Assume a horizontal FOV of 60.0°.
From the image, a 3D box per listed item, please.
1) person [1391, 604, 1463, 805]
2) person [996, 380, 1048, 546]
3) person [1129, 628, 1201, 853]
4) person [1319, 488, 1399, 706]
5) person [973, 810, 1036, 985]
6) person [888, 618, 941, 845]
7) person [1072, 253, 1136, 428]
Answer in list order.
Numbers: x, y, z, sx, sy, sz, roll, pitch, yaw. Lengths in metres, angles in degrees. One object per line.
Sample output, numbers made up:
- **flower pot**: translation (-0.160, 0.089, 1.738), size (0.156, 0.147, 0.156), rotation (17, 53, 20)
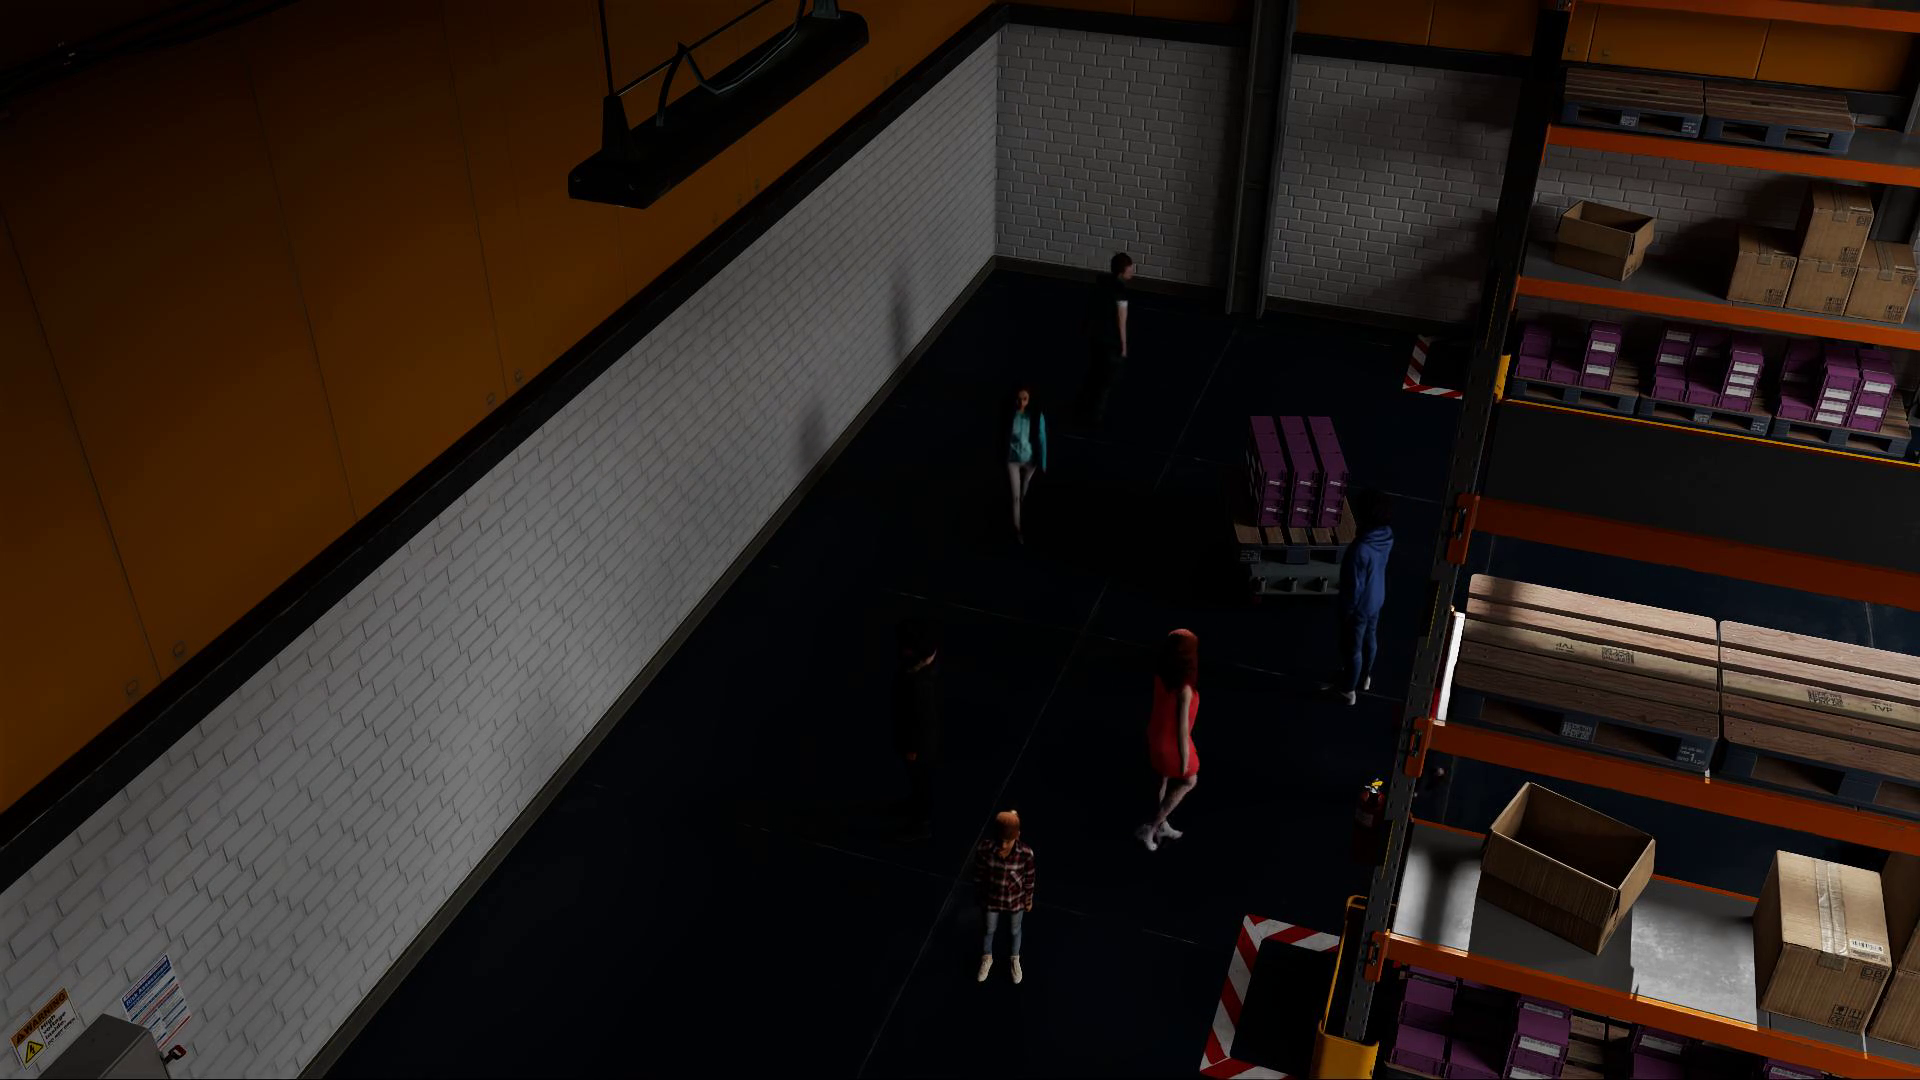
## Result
- **person**: translation (3.239, 1.154, 11.272), size (0.779, 1.740, 0.712), rotation (3, 34, 5)
- **person**: translation (0.522, -0.743, 14.381), size (0.987, 1.458, 0.893), rotation (-2, 34, -3)
- **person**: translation (1.303, 1.354, 10.900), size (0.860, 1.818, 0.800), rotation (-14, 36, -20)
- **person**: translation (2.977, 0.417, 12.319), size (0.688, 1.808, 0.745), rotation (25, 41, 33)
- **person**: translation (0.263, 2.155, 10.158), size (0.530, 1.306, 0.642), rotation (3, 34, 4)
- **person**: translation (-0.282, 1.250, 11.090), size (0.721, 1.781, 0.710), rotation (-1, 34, -1)
- **person**: translation (1.340, -1.887, 15.789), size (0.824, 1.804, 0.917), rotation (29, 43, 36)
